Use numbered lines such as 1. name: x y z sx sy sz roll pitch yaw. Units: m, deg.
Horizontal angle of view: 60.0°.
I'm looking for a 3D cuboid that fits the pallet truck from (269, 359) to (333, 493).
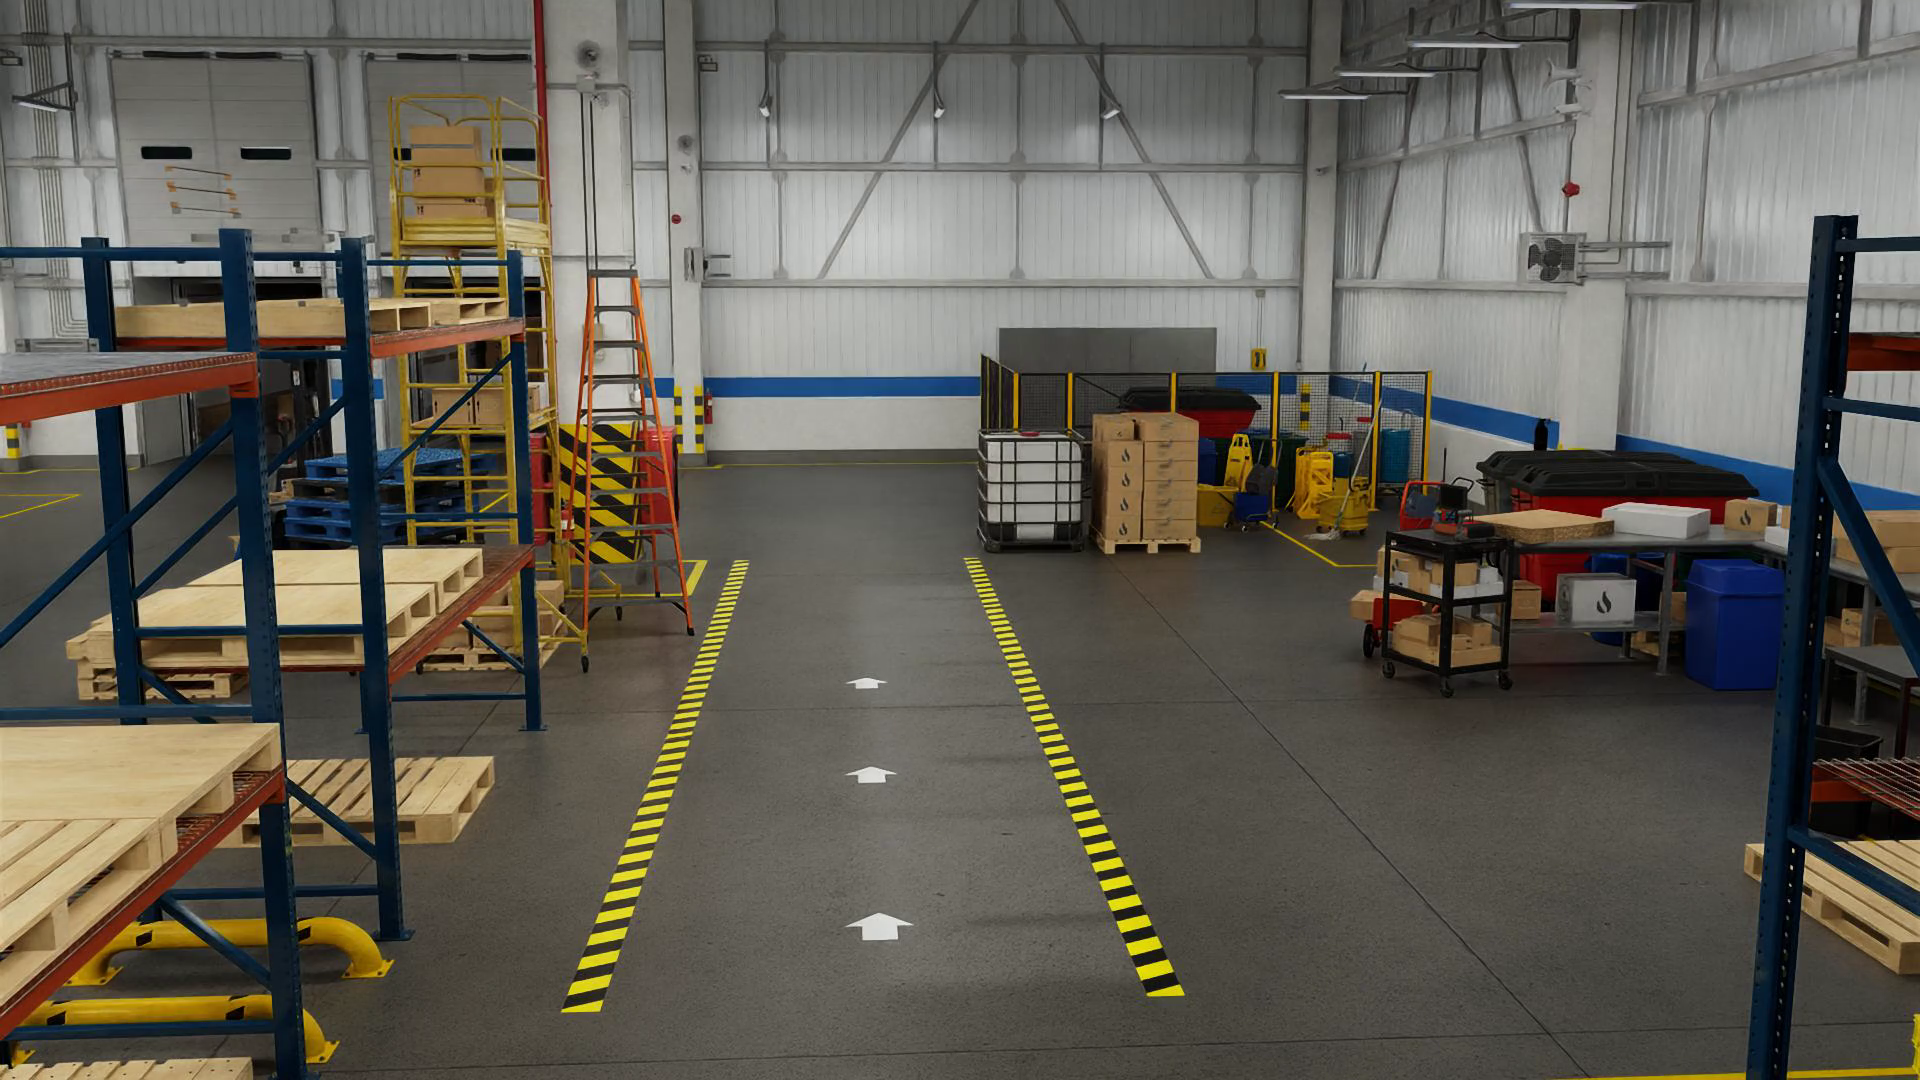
1. pallet truck: -7.062 -1.131 18.996 1.885 1.965 0.823 2 9 13
